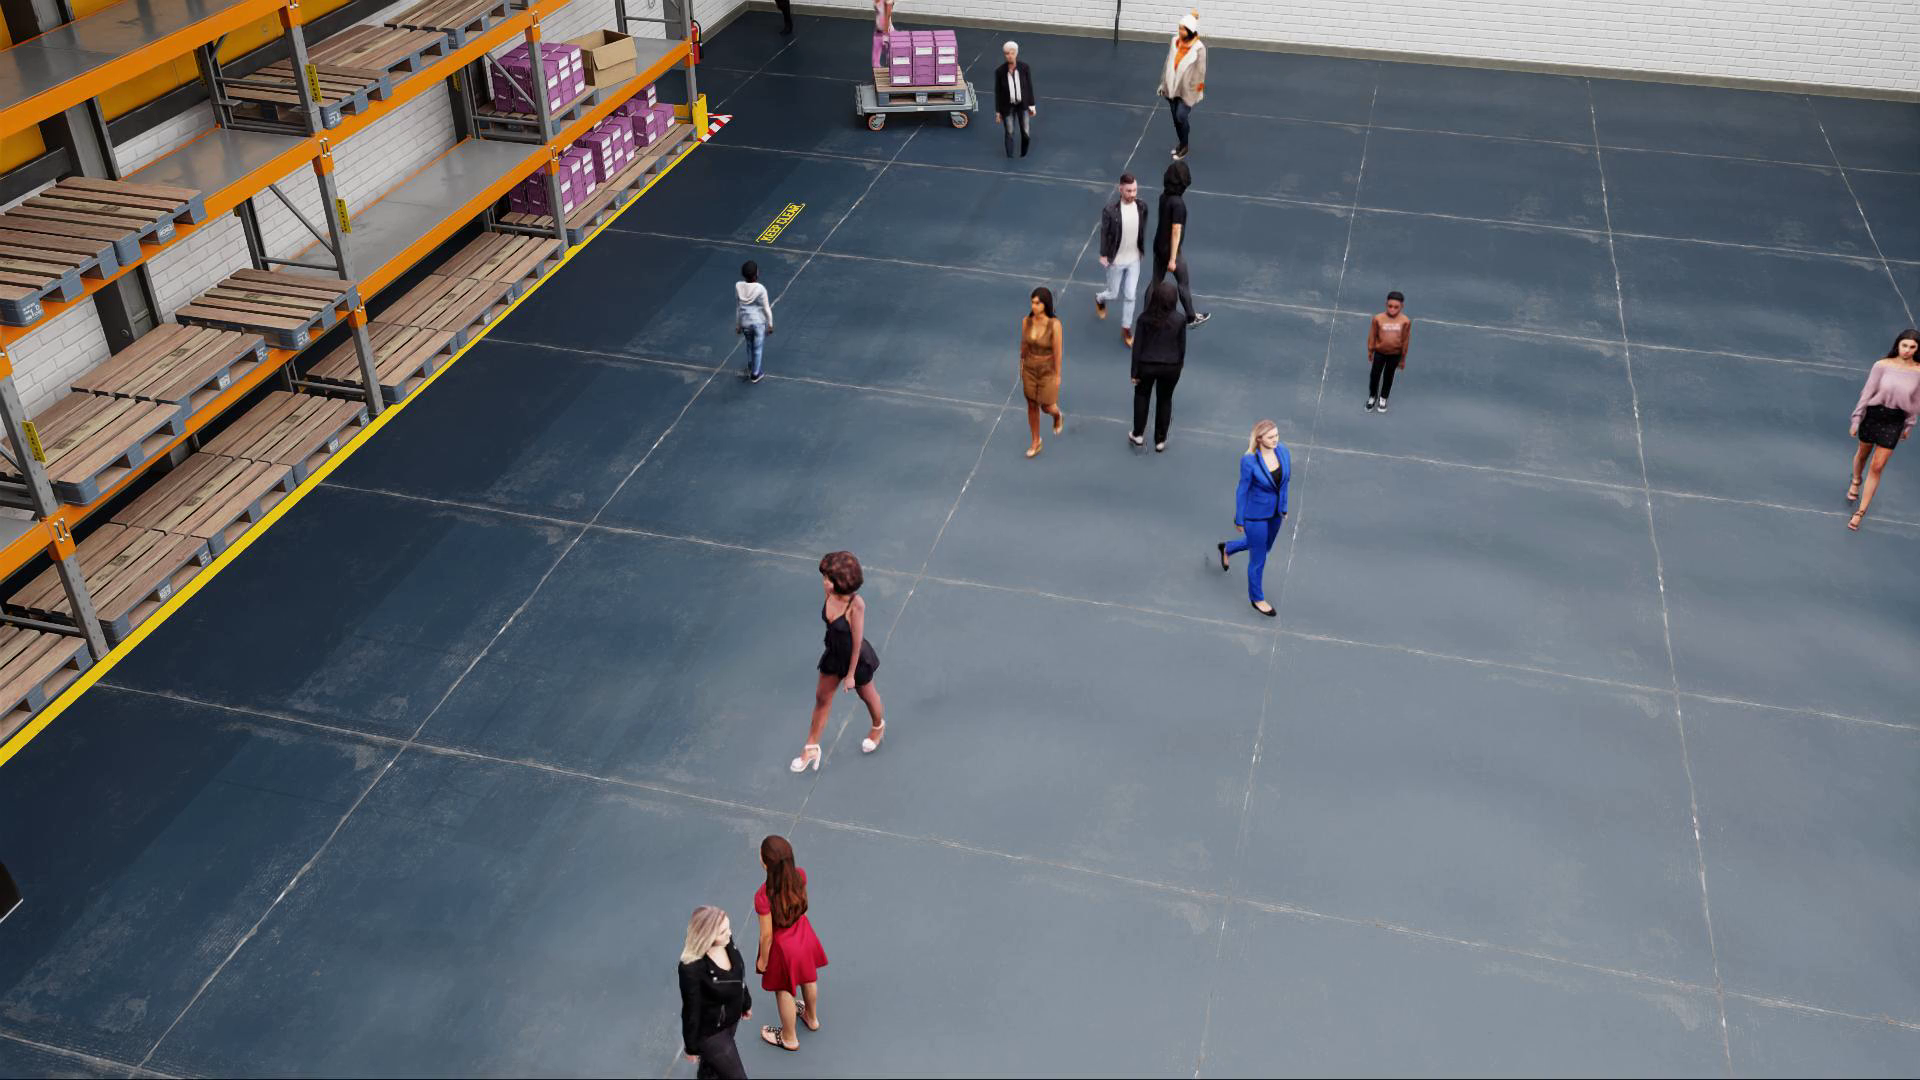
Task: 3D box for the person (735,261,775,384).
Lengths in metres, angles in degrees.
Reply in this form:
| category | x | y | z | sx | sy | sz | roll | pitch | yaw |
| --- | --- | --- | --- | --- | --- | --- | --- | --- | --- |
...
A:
| category | x | y | z | sx | sy | sz | roll | pitch | yaw |
| --- | --- | --- | --- | --- | --- | --- | --- | --- | --- |
| person | -2.065 | -2.128 | 16.366 | 0.506 | 1.248 | 0.577 | 10 | 35 | 14 |

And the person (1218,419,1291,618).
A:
| category | x | y | z | sx | sy | sz | roll | pitch | yaw |
| --- | --- | --- | --- | --- | --- | --- | --- | --- | --- |
| person | 2.318 | -0.237 | 13.127 | 1.020 | 1.684 | 1.038 | -21 | 39 | -28 |

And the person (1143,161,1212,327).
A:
| category | x | y | z | sx | sy | sz | roll | pitch | yaw |
| --- | --- | --- | --- | --- | --- | --- | --- | --- | --- |
| person | 2.065 | -2.988 | 17.159 | 1.079 | 1.802 | 1.092 | -10 | 35 | -15 |

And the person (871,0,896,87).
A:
| category | x | y | z | sx | sy | sz | roll | pitch | yaw |
| --- | --- | --- | --- | --- | --- | --- | --- | --- | --- |
| person | -0.974 | -7.147 | 23.494 | 1.068 | 1.715 | 1.094 | -13 | 36 | -18 |

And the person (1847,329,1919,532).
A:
| category | x | y | z | sx | sy | sz | roll | pitch | yaw |
| --- | --- | --- | --- | --- | --- | --- | --- | --- | --- |
| person | 7.856 | -0.997 | 14.203 | 0.847 | 1.758 | 1.176 | 18 | 38 | 25 |

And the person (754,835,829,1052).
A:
| category | x | y | z | sx | sy | sz | roll | pitch | yaw |
| --- | --- | --- | --- | --- | --- | --- | --- | --- | --- |
| person | -0.985 | 2.282 | 9.456 | 0.714 | 1.553 | 0.651 | 25 | 41 | 32 |

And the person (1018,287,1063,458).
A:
| category | x | y | z | sx | sy | sz | roll | pitch | yaw |
| --- | --- | --- | --- | --- | --- | --- | --- | --- | --- |
| person | 0.780 | -1.540 | 15.093 | 0.682 | 1.677 | 0.807 | 18 | 38 | 25 |

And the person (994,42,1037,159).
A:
| category | x | y | z | sx | sy | sz | roll | pitch | yaw |
| --- | --- | --- | --- | --- | --- | --- | --- | --- | --- |
| person | 0.757 | -5.611 | 21.515 | 0.844 | 1.773 | 0.714 | 0 | 34 | 0 |

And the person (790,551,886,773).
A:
| category | x | y | z | sx | sy | sz | roll | pitch | yaw |
| --- | --- | --- | --- | --- | --- | --- | --- | --- | --- |
| person | -0.702 | 0.801 | 11.500 | 0.901 | 1.756 | 1.088 | 29 | 43 | 36 |

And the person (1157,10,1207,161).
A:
| category | x | y | z | sx | sy | sz | roll | pitch | yaw |
| --- | --- | --- | --- | --- | --- | --- | --- | --- | --- |
| person | 2.940 | -5.890 | 21.459 | 0.889 | 1.875 | 0.846 | -27 | 42 | -34 |

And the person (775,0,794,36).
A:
| category | x | y | z | sx | sy | sz | roll | pitch | yaw |
| --- | --- | --- | --- | --- | --- | --- | --- | --- | --- |
| person | -2.752 | -8.808 | 25.956 | 0.889 | 1.757 | 0.598 | 7 | 34 | 11 |

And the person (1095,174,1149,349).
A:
| category | x | y | z | sx | sy | sz | roll | pitch | yaw |
| --- | --- | --- | --- | --- | --- | --- | --- | --- | --- |
| person | 1.645 | -2.910 | 17.033 | 0.973 | 1.811 | 1.107 | -11 | 35 | -15 |

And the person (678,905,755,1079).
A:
| category | x | y | z | sx | sy | sz | roll | pitch | yaw |
| --- | --- | --- | --- | --- | --- | --- | --- | --- | --- |
| person | -1.401 | 2.569 | 8.915 | 0.712 | 1.673 | 0.664 | 10 | 35 | 15 |

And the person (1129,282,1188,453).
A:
| category | x | y | z | sx | sy | sz | roll | pitch | yaw |
| --- | --- | --- | --- | --- | --- | --- | --- | --- | --- |
| person | 1.800 | -1.536 | 15.166 | 0.732 | 1.590 | 0.724 | -2 | 34 | -3 |

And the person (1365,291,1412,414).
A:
| category | x | y | z | sx | sy | sz | roll | pitch | yaw |
| --- | --- | --- | --- | --- | --- | --- | --- | --- | --- |
| person | 4.107 | -1.830 | 15.920 | 0.525 | 1.245 | 0.495 | 7 | 34 | 11 |
